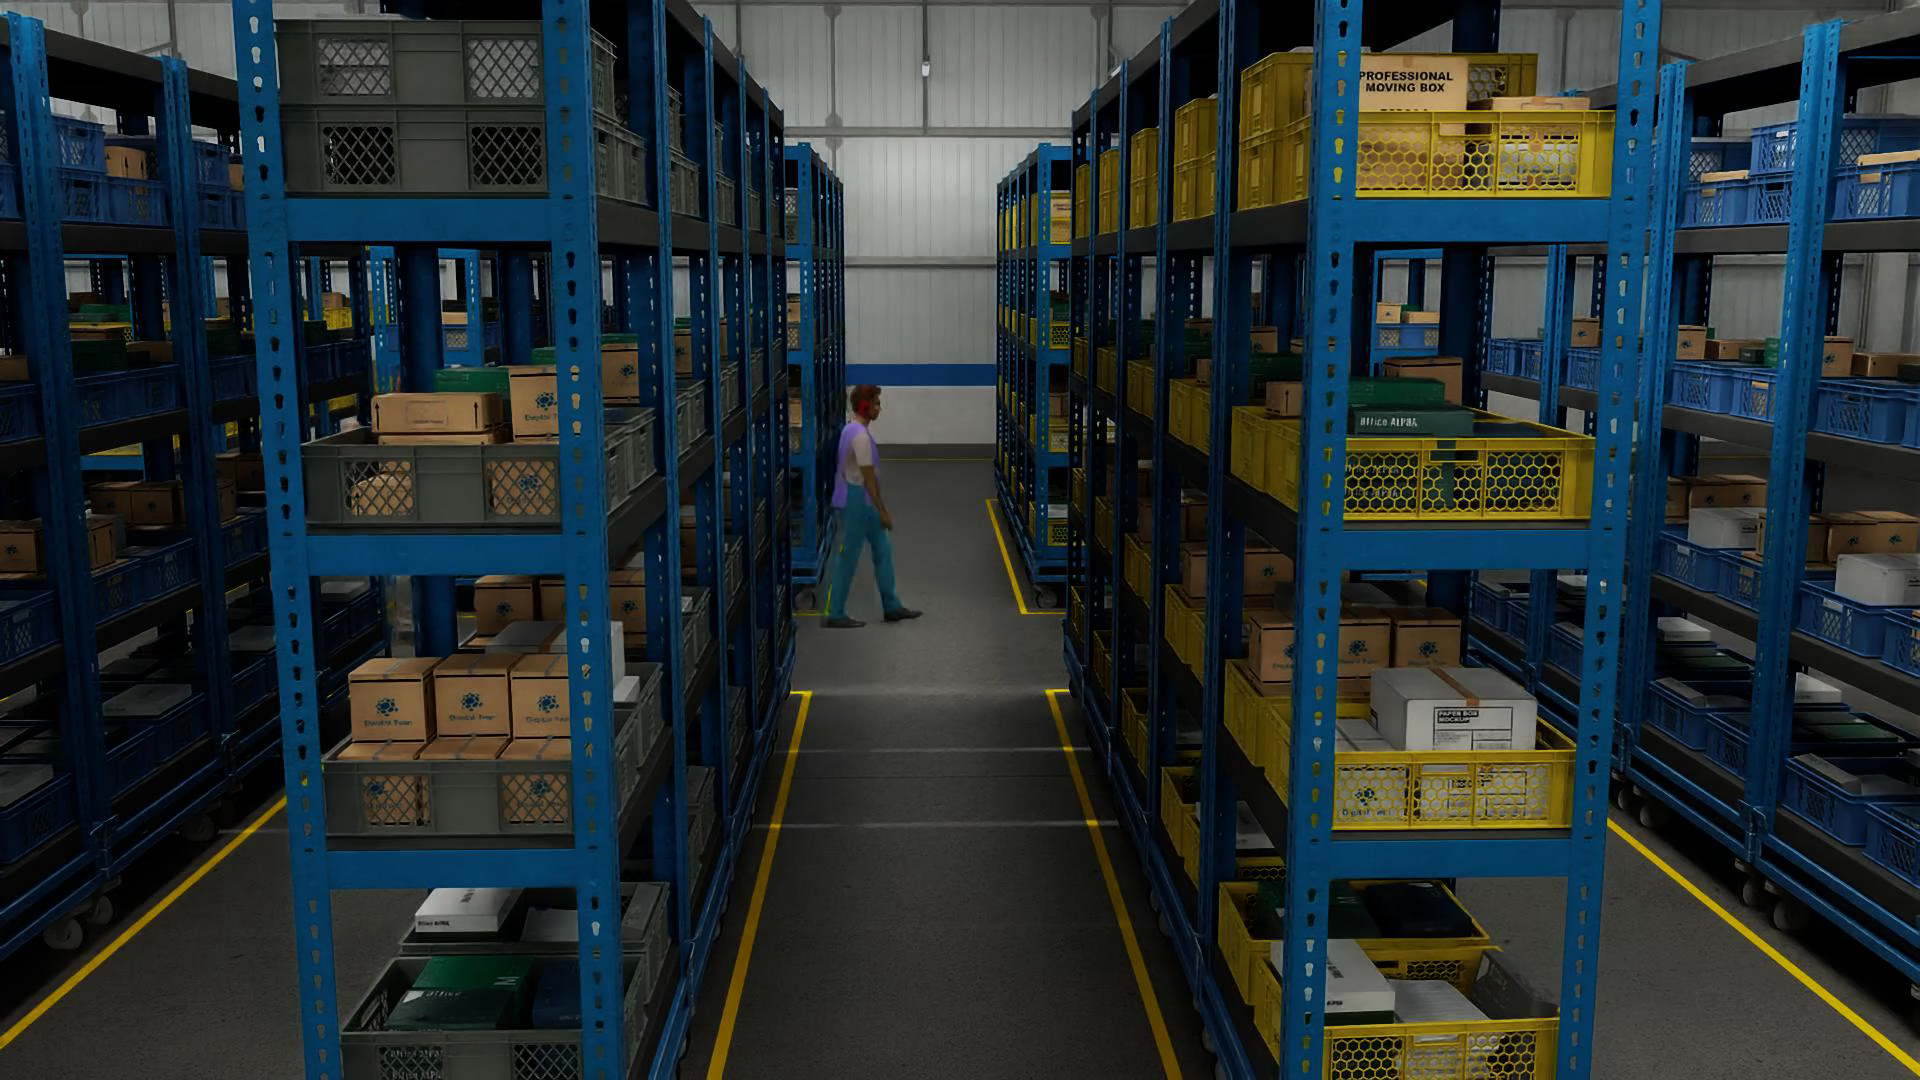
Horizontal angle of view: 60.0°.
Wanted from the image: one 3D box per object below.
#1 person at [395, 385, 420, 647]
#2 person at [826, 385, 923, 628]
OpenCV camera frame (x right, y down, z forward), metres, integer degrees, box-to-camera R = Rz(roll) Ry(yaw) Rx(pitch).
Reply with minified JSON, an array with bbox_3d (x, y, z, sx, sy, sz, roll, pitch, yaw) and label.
[{"bbox_3d":[-3.810,-0.218,11.732,0.466,1.977,0.628,4,10,21],"label":"person"},{"bbox_3d":[-0.622,-0.238,12.334,0.845,1.813,0.576,-1,9,-3],"label":"person"}]
